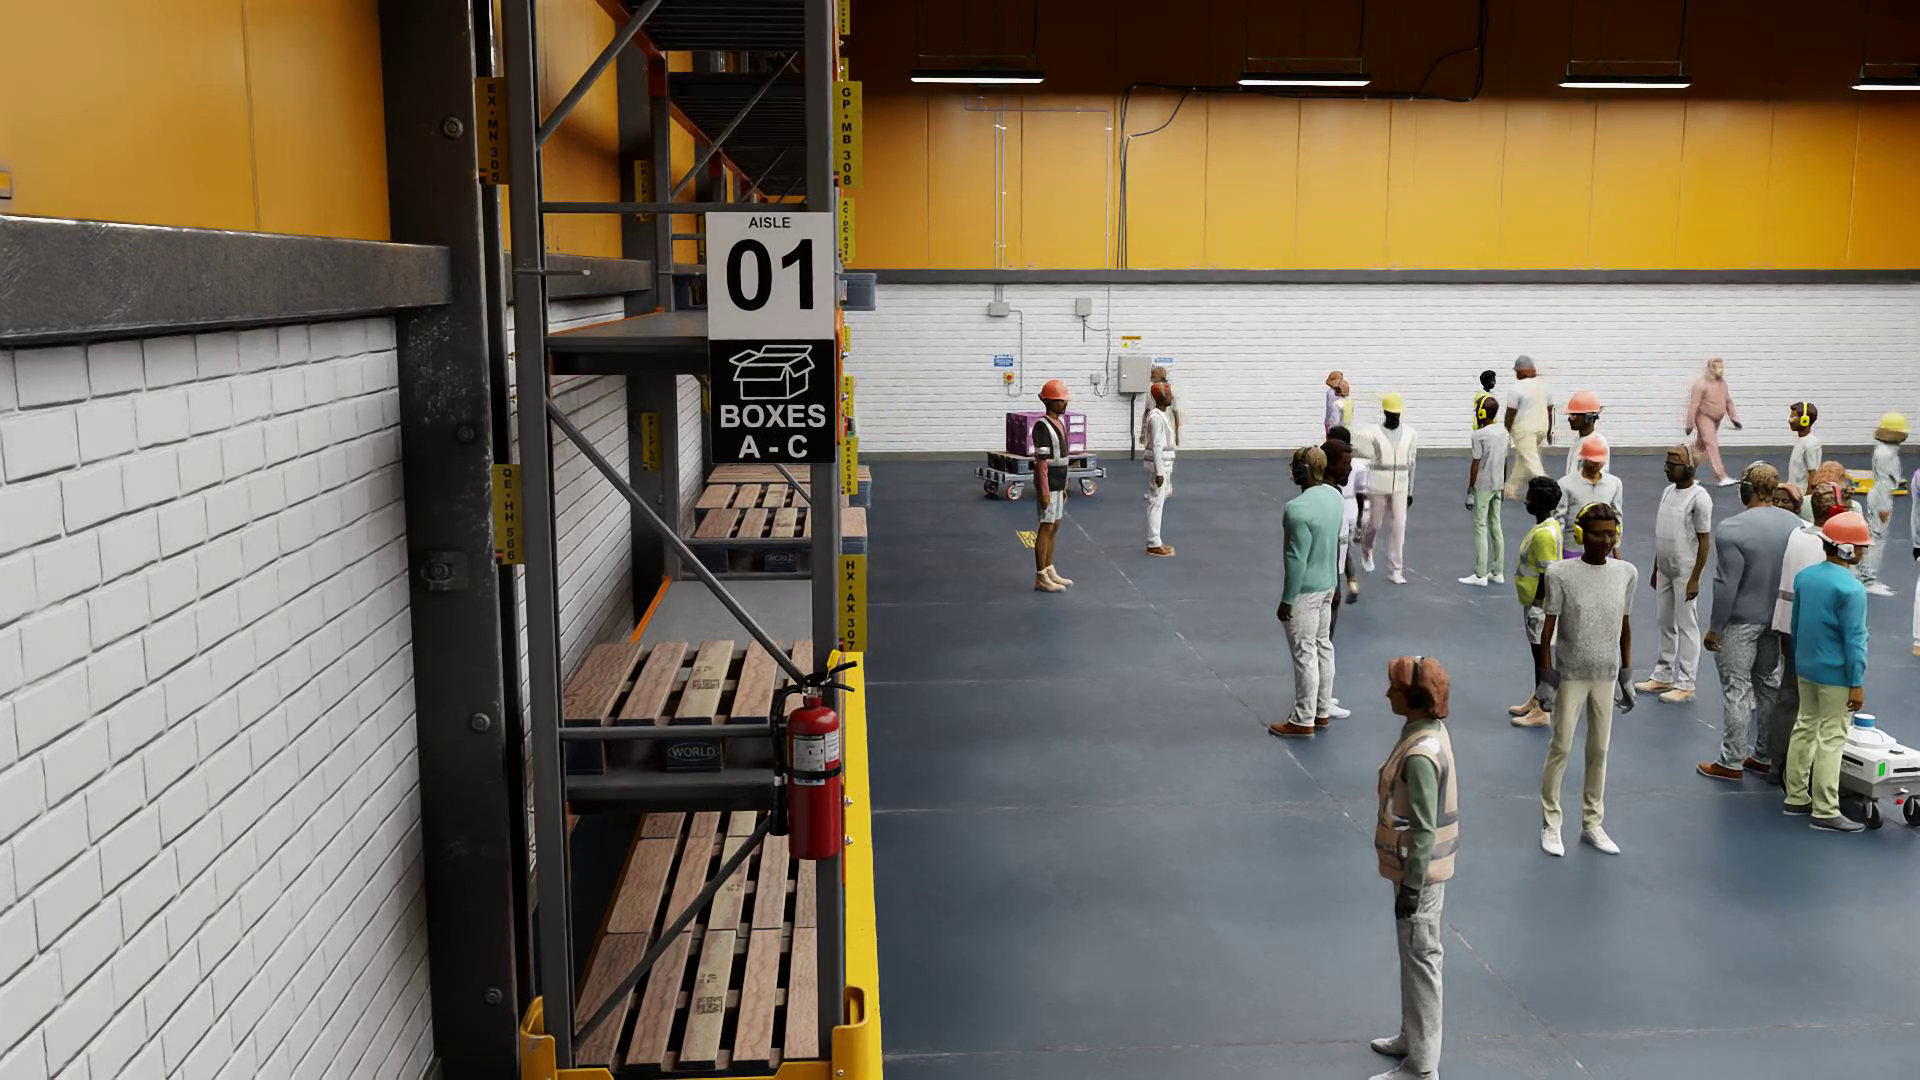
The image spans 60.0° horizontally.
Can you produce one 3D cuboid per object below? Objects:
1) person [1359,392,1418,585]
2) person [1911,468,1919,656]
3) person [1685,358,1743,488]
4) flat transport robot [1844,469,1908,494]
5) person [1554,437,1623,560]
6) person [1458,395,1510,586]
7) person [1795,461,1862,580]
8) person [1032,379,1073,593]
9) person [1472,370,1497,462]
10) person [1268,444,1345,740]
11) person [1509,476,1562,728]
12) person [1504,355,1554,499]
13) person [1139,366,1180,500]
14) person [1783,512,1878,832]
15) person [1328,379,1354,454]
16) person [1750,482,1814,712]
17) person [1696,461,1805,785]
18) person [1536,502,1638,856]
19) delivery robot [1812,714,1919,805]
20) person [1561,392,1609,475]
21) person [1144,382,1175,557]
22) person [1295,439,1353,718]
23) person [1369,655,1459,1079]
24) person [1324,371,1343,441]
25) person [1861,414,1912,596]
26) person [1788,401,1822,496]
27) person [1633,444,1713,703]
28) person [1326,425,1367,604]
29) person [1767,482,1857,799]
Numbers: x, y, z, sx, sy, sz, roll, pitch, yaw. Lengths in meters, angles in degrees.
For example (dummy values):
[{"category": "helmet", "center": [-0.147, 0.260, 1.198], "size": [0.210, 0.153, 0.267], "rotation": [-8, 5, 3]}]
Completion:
[{"category": "person", "center": [4.258, -0.549, 16.641], "size": [0.598, 1.895, 0.894], "rotation": [-1, 9, -5]}, {"category": "person", "center": [7.791, 0.048, 13.079], "size": [0.429, 1.837, 0.623], "rotation": [-5, 10, -27]}, {"category": "person", "center": [10.814, -1.687, 23.926], "size": [0.642, 1.849, 1.026], "rotation": [-6, 11, -35]}, {"category": "flat transport robot", "center": [12.858, -0.828, 23.456], "size": [0.652, 0.197, 1.431], "rotation": [3, 10, 18]}, {"category": "person", "center": [5.094, 0.027, 13.492], "size": [0.569, 1.740, 0.354], "rotation": [0, 9, -2]}, {"category": "person", "center": [5.165, -0.482, 16.321], "size": [0.509, 1.861, 0.328], "rotation": [-6, 11, -32]}, {"category": "person", "center": [6.566, 0.211, 12.665], "size": [0.508, 1.632, 0.265], "rotation": [7, 11, 36]}, {"category": "person", "center": [0.903, -0.522, 15.988], "size": [0.374, 2.043, 0.612], "rotation": [3, 10, 19]}, {"category": "person", "center": [7.459, -1.567, 23.627], "size": [0.316, 1.697, 0.542], "rotation": [6, 11, 35]}, {"category": "person", "center": [2.276, 0.338, 10.917], "size": [0.372, 1.940, 0.632], "rotation": [7, 11, 36]}, {"category": "person", "center": [3.896, 0.413, 11.198], "size": [0.318, 1.696, 0.537], "rotation": [3, 9, 17]}, {"category": "person", "center": [7.557, -1.497, 22.119], "size": [0.692, 2.000, 1.072], "rotation": [-5, 10, -29]}, {"category": "person", "center": [2.622, -1.420, 22.351], "size": [0.865, 1.805, 0.507], "rotation": [-9, 13, -44]}, {"category": "person", "center": [4.800, 0.712, 9.144], "size": [0.333, 1.749, 0.575], "rotation": [-1, 9, -4]}, {"category": "person", "center": [5.118, -1.340, 22.384], "size": [0.310, 1.642, 0.514], "rotation": [8, 12, 40]}, {"category": "person", "center": [5.582, 0.416, 11.356], "size": [0.511, 1.641, 0.309], "rotation": [7, 12, 38]}, {"category": "person", "center": [4.724, 0.492, 9.942], "size": [0.636, 1.939, 0.362], "rotation": [-3, 10, -21]}, {"category": "person", "center": [3.285, 0.724, 8.701], "size": [0.531, 1.873, 0.318], "rotation": [-1, 9, -5]}, {"category": "delivery robot", "center": [5.084, 1.226, 9.378], "size": [0.477, 0.478, 0.707], "rotation": [-2, 9, -11]}, {"category": "person", "center": [5.332, -0.255, 14.309], "size": [0.391, 2.040, 0.615], "rotation": [0, 9, 1]}, {"category": "person", "center": [2.167, -0.767, 18.022], "size": [0.349, 1.884, 0.584], "rotation": [1, 9, 8]}, {"category": "person", "center": [2.503, 0.255, 11.501], "size": [0.370, 1.915, 0.597], "rotation": [0, 9, 0]}, {"category": "person", "center": [1.698, 1.235, 6.217], "size": [0.309, 1.639, 0.523], "rotation": [3, 9, 16]}, {"category": "person", "center": [5.506, -1.671, 24.483], "size": [0.282, 1.633, 0.500], "rotation": [3, 10, 21]}, {"category": "person", "center": [8.830, -0.338, 15.854], "size": [0.332, 1.727, 0.561], "rotation": [5, 11, 31]}, {"category": "person", "center": [7.798, -0.349, 15.444], "size": [0.323, 1.870, 0.518], "rotation": [3, 10, 20]}, {"category": "person", "center": [5.109, 0.235, 11.857], "size": [0.342, 1.846, 0.508], "rotation": [-2, 9, -12]}, {"category": "person", "center": [3.408, -0.208, 15.117], "size": [0.546, 1.680, 0.348], "rotation": [-2, 9, -14]}, {"category": "person", "center": [4.965, 0.576, 9.705], "size": [0.381, 1.844, 0.566], "rotation": [-1, 9, -9]}]
